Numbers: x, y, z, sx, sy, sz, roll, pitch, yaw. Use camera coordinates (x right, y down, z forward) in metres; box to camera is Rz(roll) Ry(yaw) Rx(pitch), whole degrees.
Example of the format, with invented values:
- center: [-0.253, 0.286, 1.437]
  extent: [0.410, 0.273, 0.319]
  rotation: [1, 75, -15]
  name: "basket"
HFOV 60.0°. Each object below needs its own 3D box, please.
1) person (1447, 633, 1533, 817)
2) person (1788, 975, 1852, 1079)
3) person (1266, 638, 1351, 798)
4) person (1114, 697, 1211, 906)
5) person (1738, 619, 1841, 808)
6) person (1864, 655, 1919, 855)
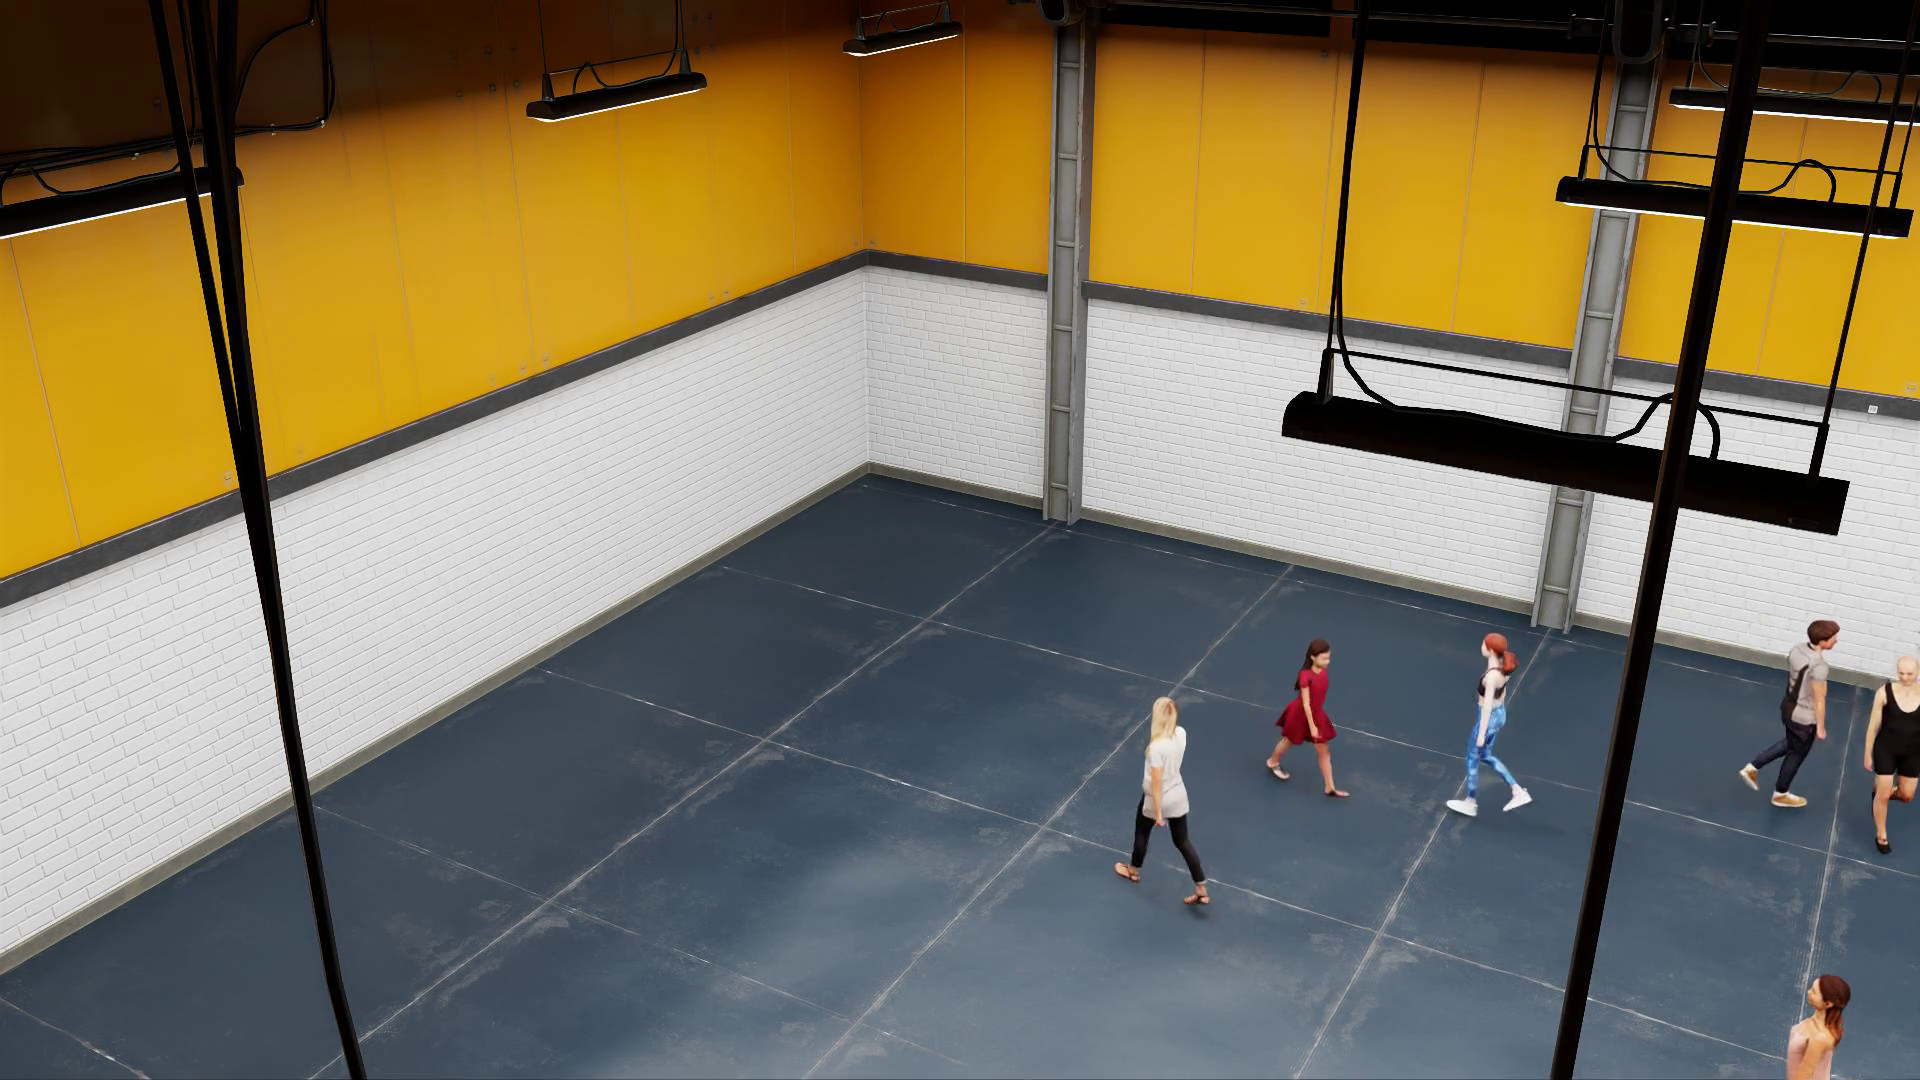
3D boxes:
- center: [4.647, 1.646, 14.349]
  extent: [0.927, 1.768, 0.626]
  rotation: [13, 27, 28]
  name: "person"
- center: [5.257, 3.469, 10.148]
  extent: [1.059, 1.792, 0.630]
  rotation: [12, 26, 25]
  name: "person"
- center: [3.038, 1.555, 14.879]
  extent: [0.813, 1.510, 1.155]
  rotation: [-19, 30, -37]
  name: "person"
- center: [1.718, 2.116, 13.246]
  extent: [0.847, 1.790, 1.226]
  rotation: [-20, 31, -38]
  name: "person"
- center: [7.235, 1.525, 14.498]
  extent: [0.964, 1.869, 0.858]
  rotation: [0, 24, 0]
  name: "person"
- center: [7.904, 1.753, 14.069]
  extent: [0.885, 1.795, 0.890]
  rotation: [5, 24, 11]
  name: "person"
